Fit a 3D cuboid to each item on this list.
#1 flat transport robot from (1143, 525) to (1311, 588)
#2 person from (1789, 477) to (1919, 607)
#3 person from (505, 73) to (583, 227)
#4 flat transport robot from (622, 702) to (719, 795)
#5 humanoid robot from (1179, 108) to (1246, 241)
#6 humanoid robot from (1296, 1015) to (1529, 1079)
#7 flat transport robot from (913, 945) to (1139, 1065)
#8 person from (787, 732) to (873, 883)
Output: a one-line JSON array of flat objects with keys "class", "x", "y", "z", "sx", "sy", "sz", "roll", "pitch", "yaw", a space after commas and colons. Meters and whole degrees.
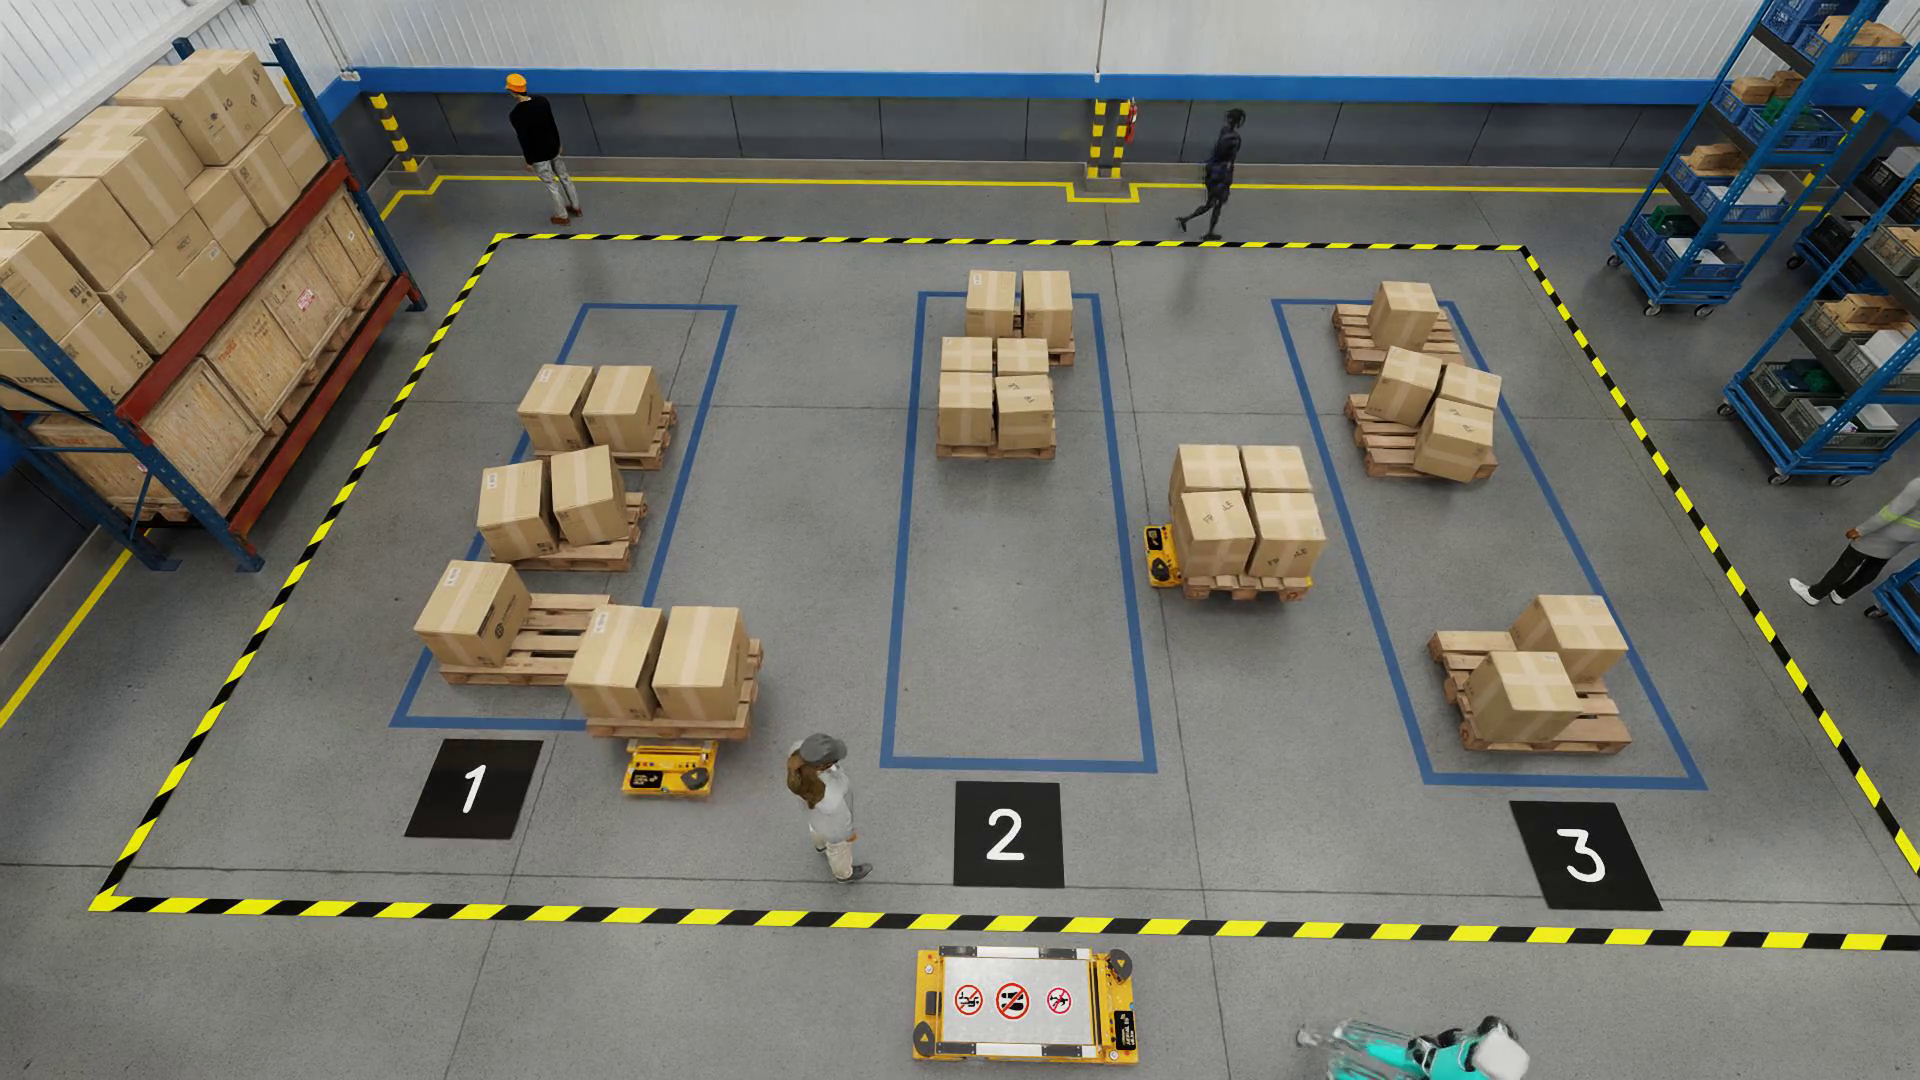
[{"class": "flat transport robot", "x": 2.433, "y": 0.118, "z": 8.371, "sx": 1.431, "sy": 0.197, "sz": 0.652, "roll": 1, "pitch": 51, "yaw": 1}, {"class": "person", "x": 7.692, "y": -0.113, "z": 7.557, "sx": 0.596, "sy": 1.849, "sz": 0.389, "roll": 1, "pitch": 51, "yaw": 0}, {"class": "person", "x": -5.172, "y": -4.815, "z": 11.370, "sx": 0.376, "sy": 1.883, "sz": 0.584, "roll": 23, "pitch": 54, "yaw": 17}, {"class": "flat transport robot", "x": -2.227, "y": 1.332, "z": 7.382, "sx": 0.652, "sy": 0.197, "sz": 1.431, "roll": 1, "pitch": 51, "yaw": 1}, {"class": "humanoid robot", "x": 3.089, "y": -4.423, "z": 11.180, "sx": 0.506, "sy": 1.641, "sz": 0.608, "roll": -6, "pitch": 51, "yaw": -5}, {"class": "humanoid robot", "x": 2.364, "y": 2.926, "z": 5.187, "sx": 0.859, "sy": 1.820, "sz": 0.537, "roll": 28, "pitch": 56, "yaw": 21}, {"class": "flat transport robot", "x": 0.422, "y": 3.041, "z": 6.007, "sx": 1.431, "sy": 0.231, "sz": 0.659, "roll": 1, "pitch": 51, "yaw": 1}, {"class": "person", "x": -0.875, "y": 1.773, "z": 6.076, "sx": 0.408, "sy": 1.761, "sz": 0.571, "roll": -29, "pitch": 56, "yaw": -21}]
